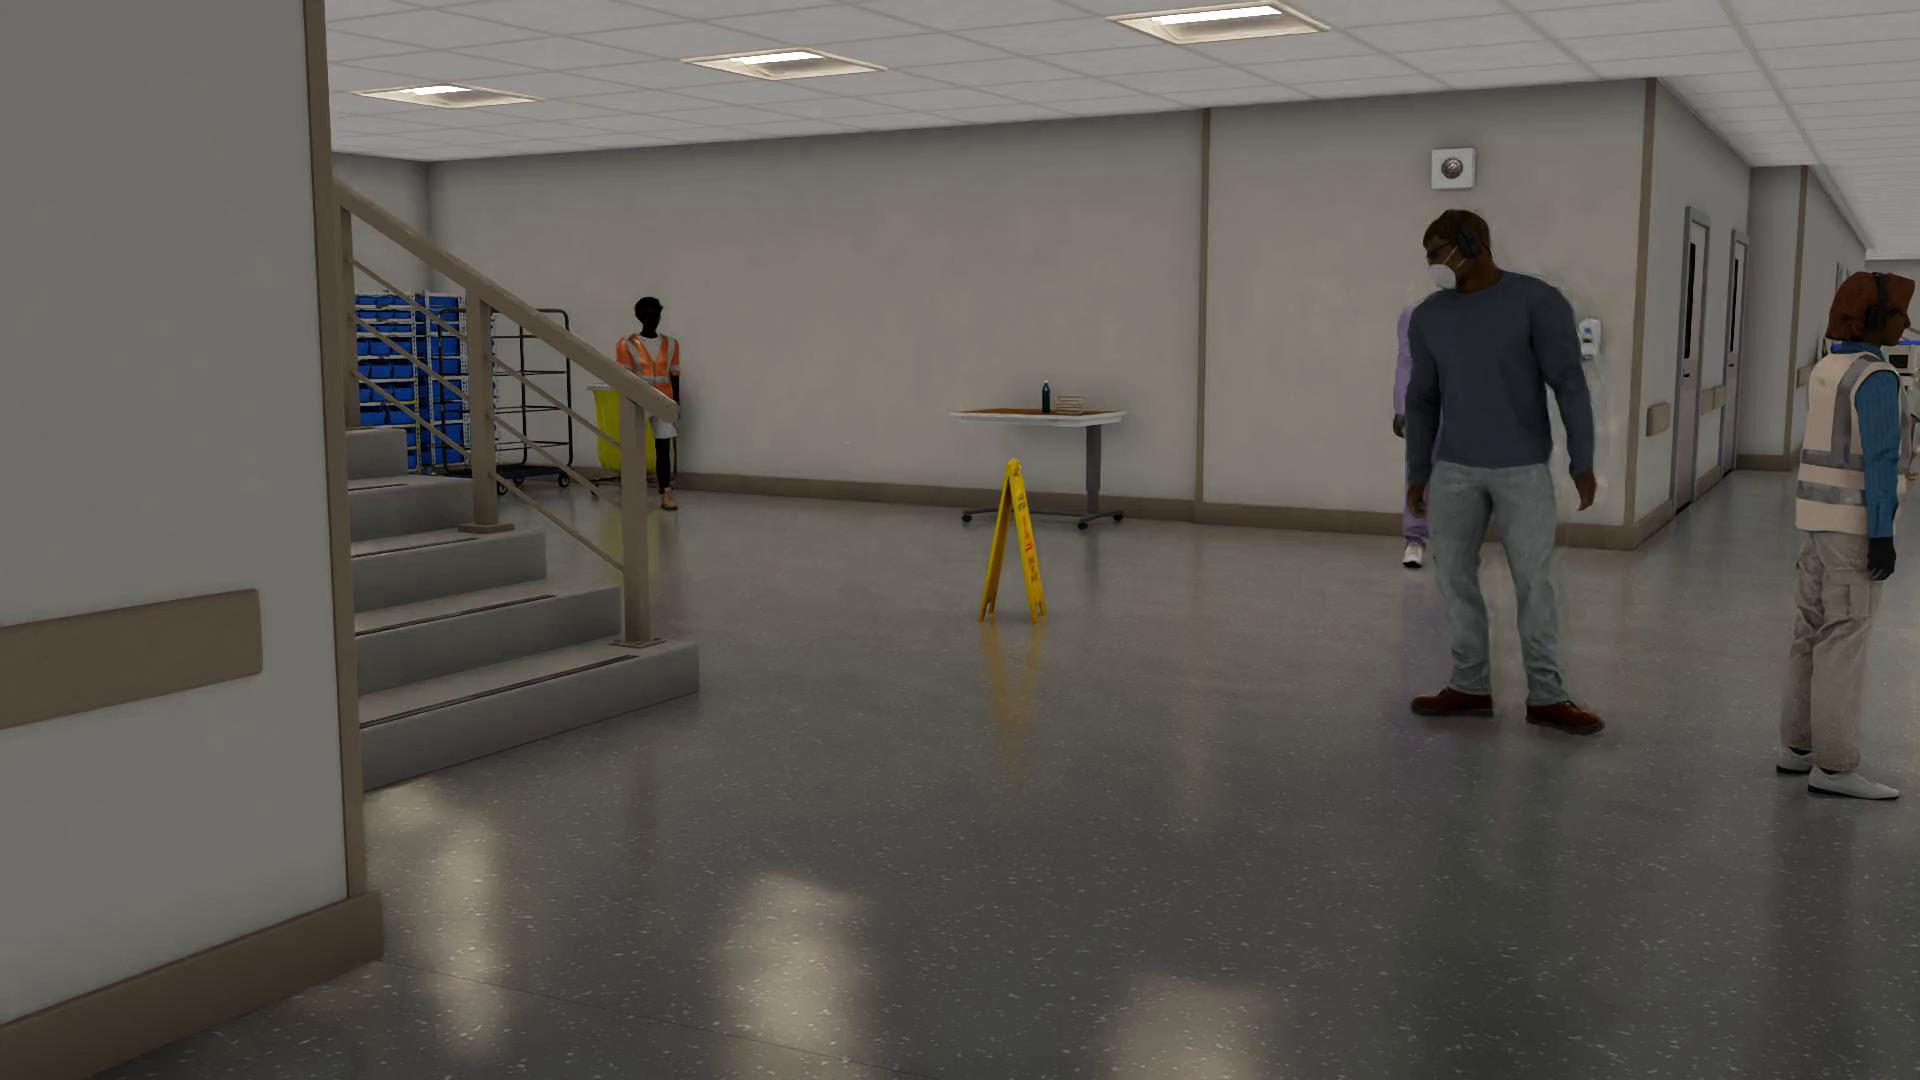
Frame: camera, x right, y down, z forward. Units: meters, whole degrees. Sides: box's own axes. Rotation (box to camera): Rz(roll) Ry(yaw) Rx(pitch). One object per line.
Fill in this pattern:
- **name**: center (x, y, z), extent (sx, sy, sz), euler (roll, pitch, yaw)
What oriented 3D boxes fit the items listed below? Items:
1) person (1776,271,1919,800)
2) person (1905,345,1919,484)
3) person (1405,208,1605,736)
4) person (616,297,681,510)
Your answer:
- **person**: center (2.801, -0.019, 5.244), extent (0.310, 1.636, 0.523), euler (1, 7, 7)
- **person**: center (4.212, -0.351, 6.800), extent (0.655, 1.903, 0.913), euler (7, 10, 42)
- **person**: center (1.977, -0.240, 6.014), extent (0.793, 1.900, 0.382), euler (7, 10, 41)
- **person**: center (-2.434, -1.054, 13.027), extent (0.535, 1.691, 0.323), euler (-4, 9, -30)
